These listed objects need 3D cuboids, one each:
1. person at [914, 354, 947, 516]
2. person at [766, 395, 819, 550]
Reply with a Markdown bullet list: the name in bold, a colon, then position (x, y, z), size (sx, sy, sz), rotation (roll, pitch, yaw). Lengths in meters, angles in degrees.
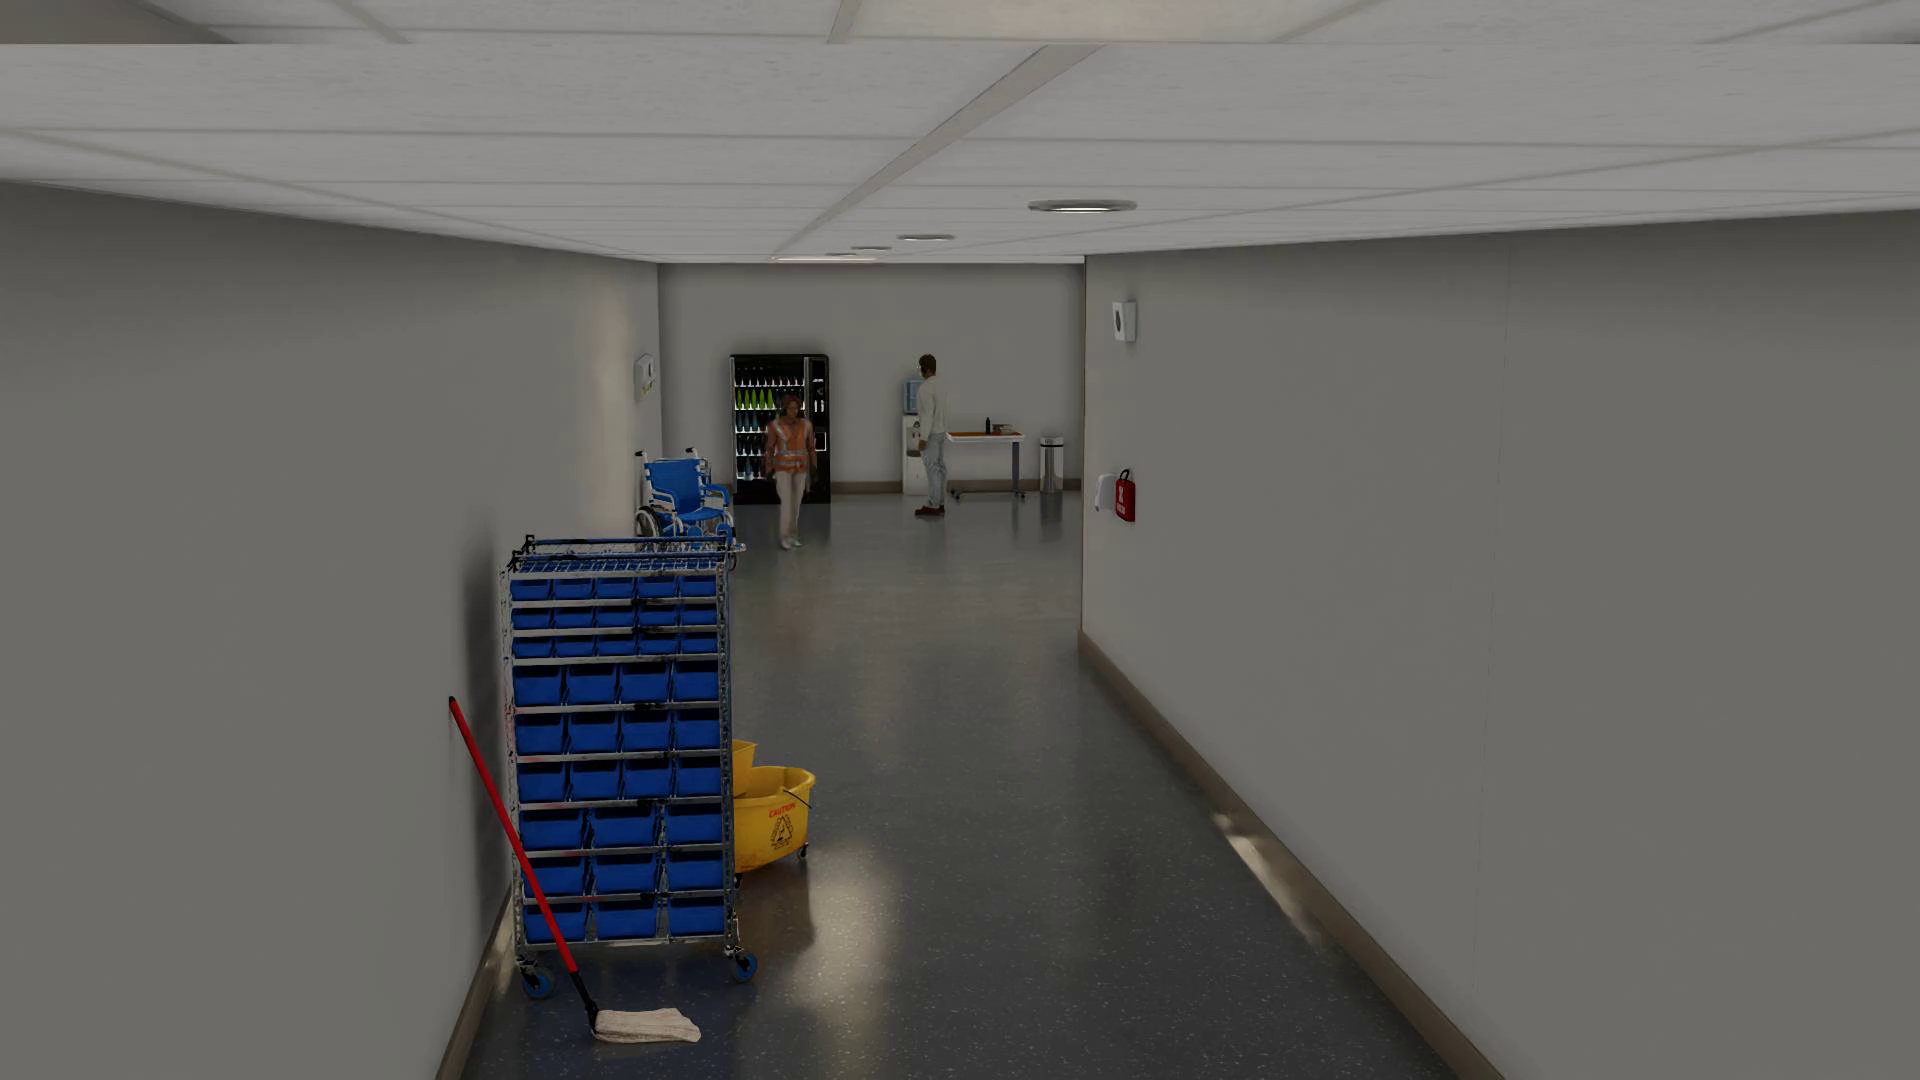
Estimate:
- **person**: position (-0.347, -1.255, 19.888), size (0.374, 1.936, 0.627), rotation (3, 10, 18)
- **person**: position (-1.740, -0.708, 17.422), size (0.534, 1.618, 0.561), rotation (-6, 11, -31)
